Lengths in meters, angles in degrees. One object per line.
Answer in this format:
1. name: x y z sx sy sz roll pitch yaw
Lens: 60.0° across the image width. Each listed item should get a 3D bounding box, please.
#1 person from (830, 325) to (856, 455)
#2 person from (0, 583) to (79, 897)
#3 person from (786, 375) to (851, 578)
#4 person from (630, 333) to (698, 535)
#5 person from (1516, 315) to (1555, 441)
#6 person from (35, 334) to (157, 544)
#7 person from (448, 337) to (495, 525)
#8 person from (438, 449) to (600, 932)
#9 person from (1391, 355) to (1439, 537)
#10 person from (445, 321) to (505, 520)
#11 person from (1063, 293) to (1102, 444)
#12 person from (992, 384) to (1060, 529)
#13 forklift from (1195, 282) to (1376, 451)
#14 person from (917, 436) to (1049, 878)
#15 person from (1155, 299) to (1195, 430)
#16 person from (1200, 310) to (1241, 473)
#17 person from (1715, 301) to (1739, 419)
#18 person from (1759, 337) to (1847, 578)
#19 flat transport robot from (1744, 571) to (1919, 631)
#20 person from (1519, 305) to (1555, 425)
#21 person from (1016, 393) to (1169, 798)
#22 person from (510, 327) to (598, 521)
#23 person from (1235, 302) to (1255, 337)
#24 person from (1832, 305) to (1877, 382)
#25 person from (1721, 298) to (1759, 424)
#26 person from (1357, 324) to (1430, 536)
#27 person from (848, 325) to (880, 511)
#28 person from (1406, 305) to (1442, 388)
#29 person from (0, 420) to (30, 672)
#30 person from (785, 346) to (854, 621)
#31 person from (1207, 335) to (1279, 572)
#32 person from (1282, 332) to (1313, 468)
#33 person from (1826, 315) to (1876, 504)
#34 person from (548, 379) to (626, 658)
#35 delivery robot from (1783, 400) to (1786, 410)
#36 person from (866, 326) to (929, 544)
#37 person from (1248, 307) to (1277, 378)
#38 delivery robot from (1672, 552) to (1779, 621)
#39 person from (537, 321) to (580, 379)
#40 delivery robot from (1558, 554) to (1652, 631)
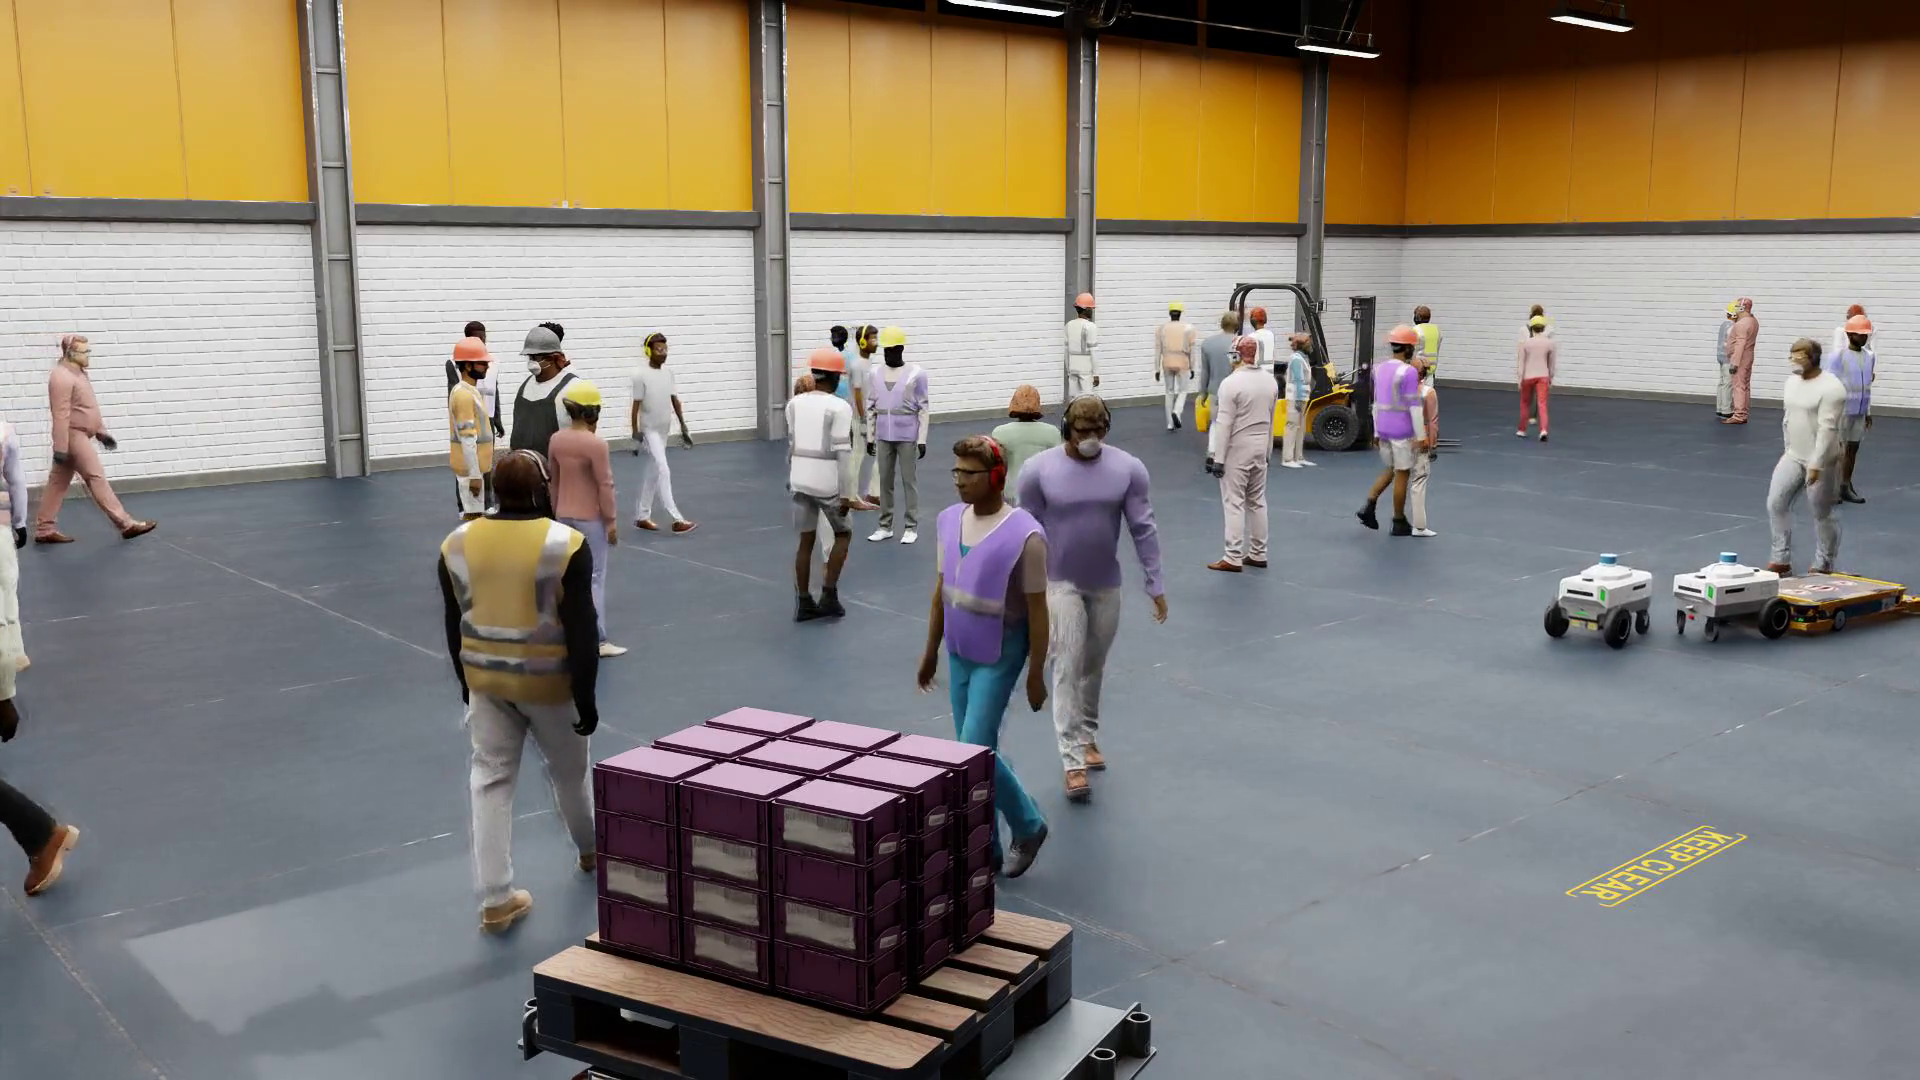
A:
1. person: -1.459 -1.776 20.344 0.318 1.695 0.539 -10 14 -44
2. person: -3.764 0.511 6.197 0.621 1.963 0.969 4 11 24
3. person: -1.133 -0.503 13.129 0.525 1.602 0.517 6 11 30
4. person: -2.666 -0.956 15.183 0.907 1.830 0.515 5 11 28
5. person: 7.979 -2.242 23.008 0.537 1.725 0.900 1 10 4
6. person: -7.723 -0.885 14.675 1.004 1.839 0.629 -4 11 -24
7. person: -3.619 -0.542 12.418 0.357 1.938 0.542 -3 10 -17
8. person: -1.658 0.536 6.507 0.654 1.794 0.927 2 10 9
9. person: 4.109 -0.848 15.062 0.308 1.645 0.517 -7 12 -34
10. person: -4.659 -1.141 15.982 0.372 1.914 0.597 7 12 35
11. person: 1.647 -2.256 22.138 0.373 2.043 0.615 -7 12 -37
12. person: 0.464 -0.285 11.798 0.509 1.632 0.267 -2 10 -10
13. forklift: 4.328 -2.346 22.227 2.313 2.155 1.214 3 10 16
14. person: 0.087 0.488 6.693 0.442 1.830 0.576 -7 12 -34
15. person: 3.113 -2.530 24.128 0.589 1.908 0.494 3 10 15
16. person: 3.056 -1.666 19.038 0.645 1.920 0.488 5 11 28
17. person: 12.023 -2.799 25.933 0.403 1.833 0.591 2 10 10
18. person: 6.486 -0.598 12.815 0.724 1.906 0.650 -3 10 -15
19. flat transport robot: 6.059 0.417 11.669 1.431 0.197 0.652 -6 11 -31
20. person: 8.704 -2.639 25.141 0.514 1.798 0.985 5 11 27
21. person: 0.615 0.249 7.911 0.673 1.888 0.897 -2 10 -12
22. person: -2.957 -0.507 11.907 0.684 2.000 0.535 6 11 31
23. person: 4.017 -2.475 23.906 0.460 1.882 0.649 0 10 0
24. person: 13.012 -2.492 24.214 0.598 1.826 0.838 4 10 20
25. person: 11.785 -2.700 25.140 0.407 1.909 0.638 8 13 40
26. person: 3.949 -0.981 15.015 0.508 1.924 0.571 -3 10 -18
27. person: -0.873 -1.196 16.489 0.614 1.848 0.566 3 10 16
28. person: 6.445 -2.351 23.336 0.632 1.842 0.437 -6 12 -33
29. person: -5.964 -0.086 10.028 0.625 1.844 0.429 -5 11 -27
30. person: -0.963 -0.382 11.557 0.579 1.914 0.477 6 11 30
31. person: 2.266 -0.695 13.428 0.640 1.900 0.402 -8 13 -39
32. person: 4.055 -1.680 19.964 0.311 1.638 0.522 4 10 22
33. person: 9.117 -1.328 17.017 0.553 1.935 0.361 -3 10 -16
34. person: -2.367 -0.133 10.527 0.533 1.767 0.326 7 12 35
35. delivery robot: 12.938 -2.121 25.429 0.707 0.478 0.477 -5 11 -27
36. person: -0.568 -0.924 14.682 0.594 1.924 0.382 4 11 24
37. person: 3.826 -2.029 21.286 0.358 1.881 0.574 8 13 40
38. delivery robot: 5.107 0.327 11.093 0.707 0.478 0.477 -5 11 -26
39. person: -3.563 -0.935 14.628 0.367 1.966 0.604 -9 13 -44
40. delivery robot: 4.292 0.335 11.049 0.707 0.478 0.477 -9 13 -41
